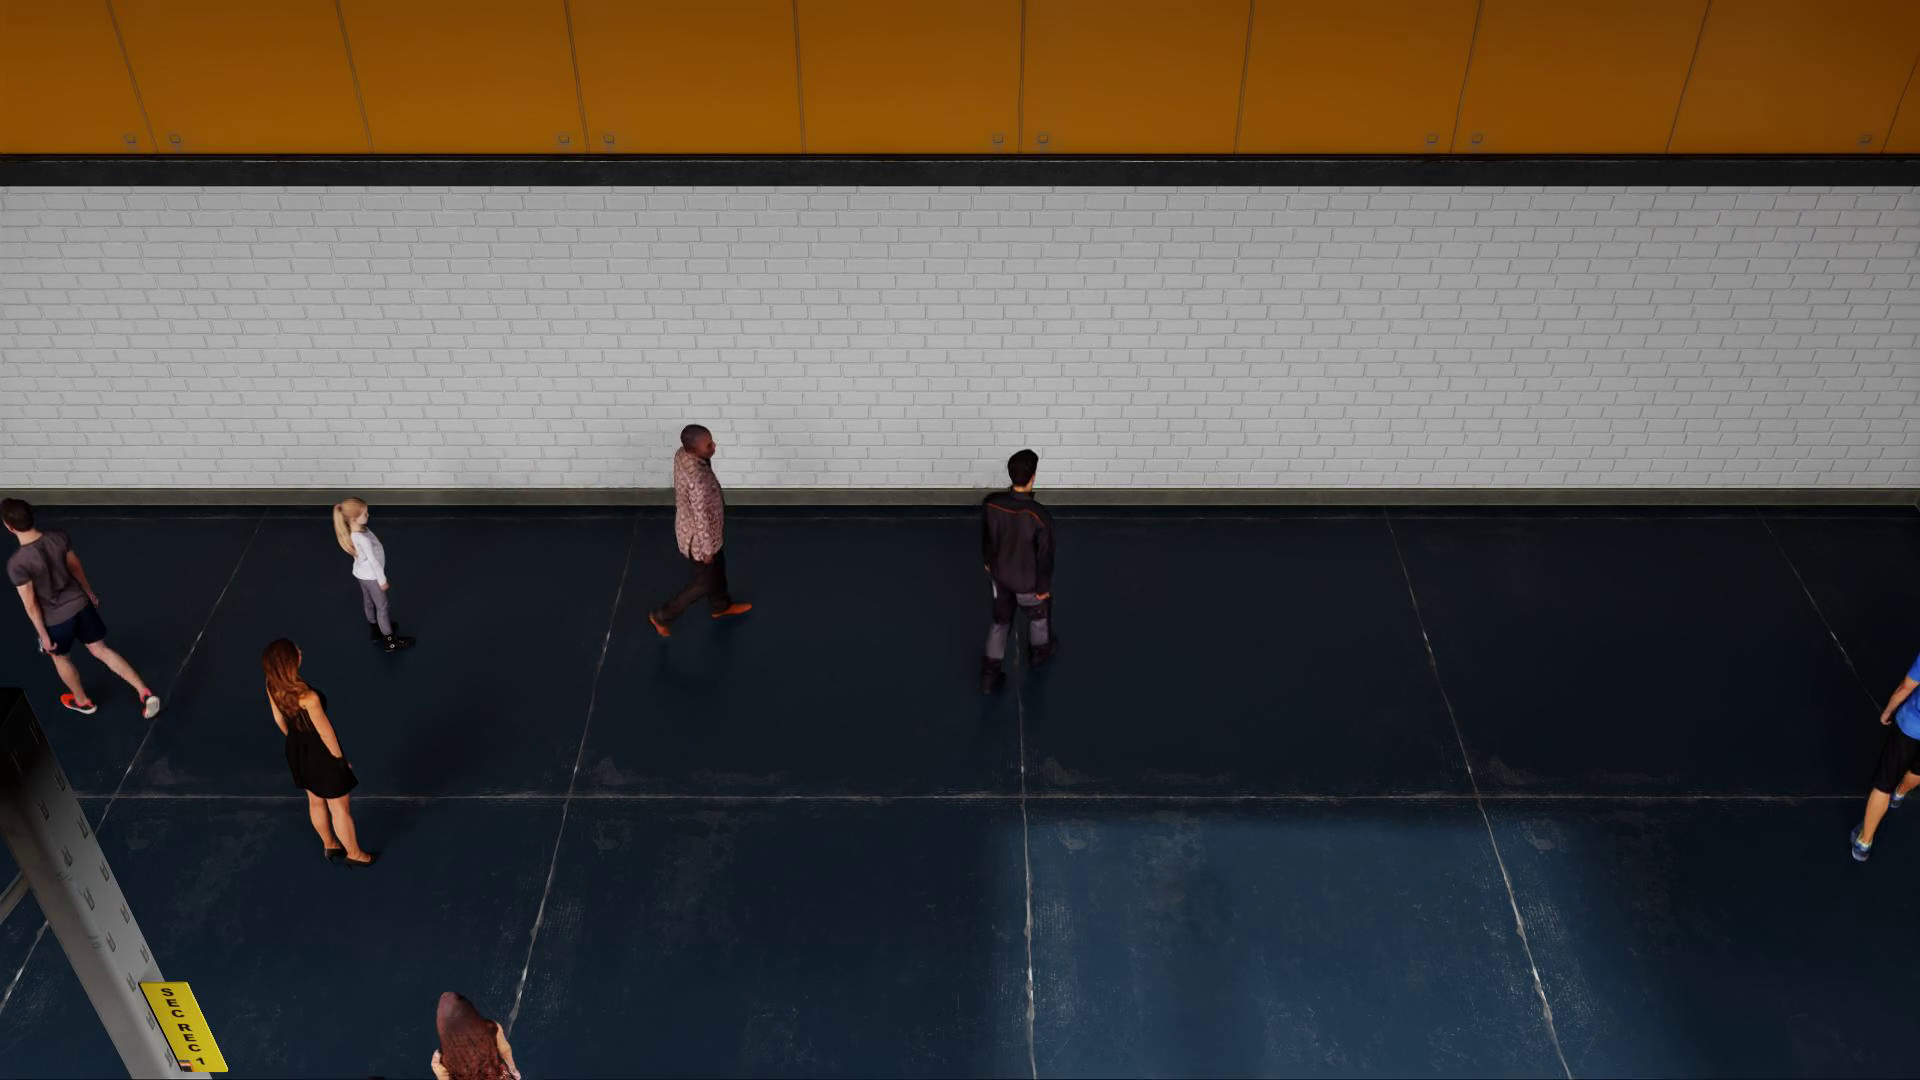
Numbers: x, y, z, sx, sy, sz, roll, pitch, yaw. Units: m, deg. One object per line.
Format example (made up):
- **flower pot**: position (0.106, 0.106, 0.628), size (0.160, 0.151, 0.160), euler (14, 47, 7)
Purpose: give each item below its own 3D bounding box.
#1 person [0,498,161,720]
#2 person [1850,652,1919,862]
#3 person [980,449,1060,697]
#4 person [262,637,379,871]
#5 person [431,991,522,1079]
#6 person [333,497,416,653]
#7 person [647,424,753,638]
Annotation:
- **person**: position (-5.842, 0.514, 10.976), size (0.993, 1.828, 1.136), euler (15, 41, 17)
- **person**: position (5.833, 1.214, 10.100), size (0.985, 1.827, 1.225), euler (19, 42, 22)
- **person**: position (0.345, 0.260, 11.223), size (1.053, 1.917, 1.199), euler (20, 43, 23)
- **person**: position (-3.867, 1.307, 9.977), size (0.668, 1.835, 0.675), euler (18, 42, 21)
- **person**: position (-2.343, 2.826, 8.317), size (0.925, 1.534, 1.145), euler (-20, 43, -23)
- **person**: position (-4.184, 0.238, 11.761), size (0.639, 1.279, 0.577), euler (-30, 47, -32)
- **person**: position (-1.919, -0.033, 11.698), size (0.974, 1.781, 1.069), euler (-13, 40, -16)
